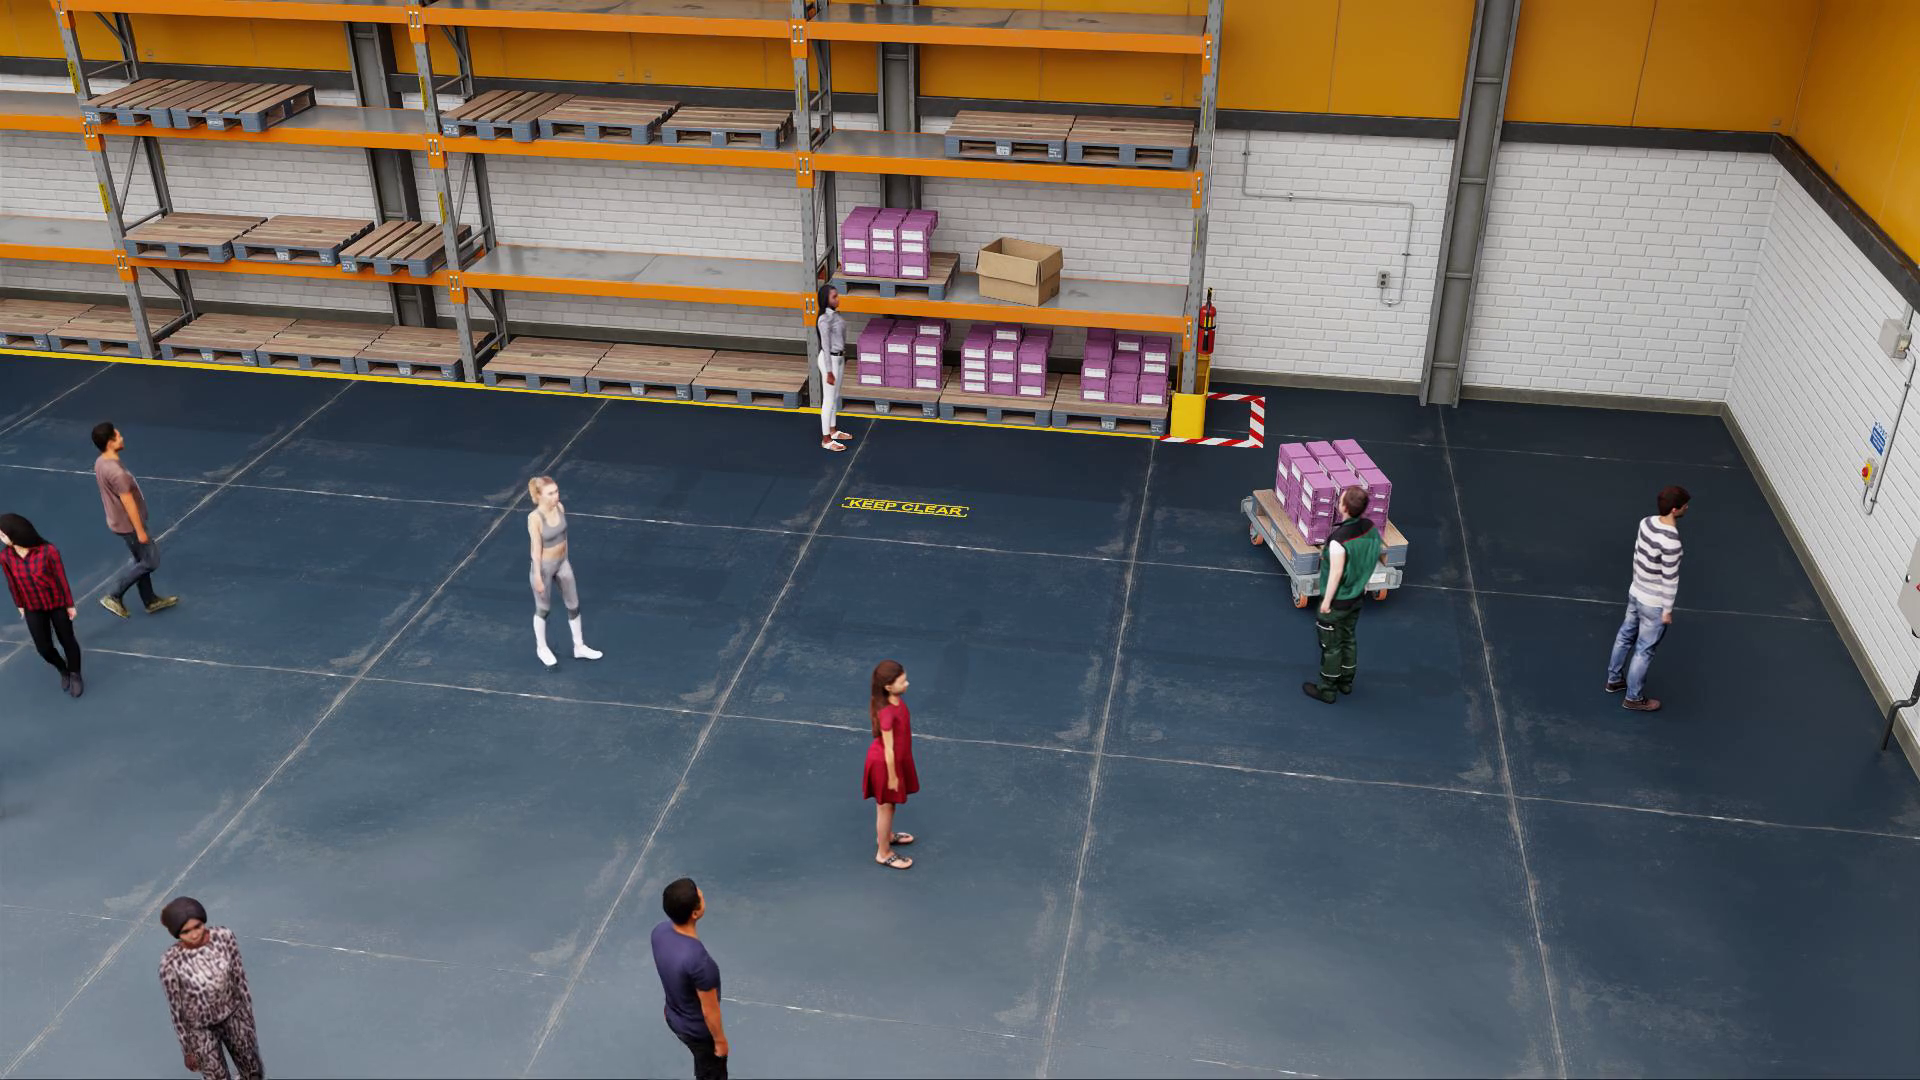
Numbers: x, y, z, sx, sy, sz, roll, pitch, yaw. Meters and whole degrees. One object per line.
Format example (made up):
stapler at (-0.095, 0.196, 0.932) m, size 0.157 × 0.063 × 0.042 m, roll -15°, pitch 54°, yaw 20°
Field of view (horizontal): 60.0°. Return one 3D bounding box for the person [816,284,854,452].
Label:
person at (-1.305, -1.780, 16.938) m, size 0.521 × 1.724 × 0.596 m, roll 6°, pitch 29°, yaw 11°

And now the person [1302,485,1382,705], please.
person at (2.937, 0.409, 12.801) m, size 0.737 × 1.842 × 0.775 m, roll -23°, pitch 36°, yaw -35°

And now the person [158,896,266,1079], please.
person at (-4.046, 2.578, 8.969) m, size 0.745 × 1.704 × 0.808 m, roll -22°, pitch 35°, yaw -34°

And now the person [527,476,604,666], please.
person at (-3.304, 0.228, 13.293) m, size 0.859 × 1.690 × 0.734 m, roll 18°, pitch 33°, yaw 30°

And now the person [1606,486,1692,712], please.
person at (5.290, 0.426, 12.757) m, size 0.655 × 1.854 × 0.712 m, roll -4°, pitch 29°, yaw -8°

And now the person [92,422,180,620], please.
person at (-7.013, -0.119, 13.844) m, size 0.965 × 1.770 × 0.912 m, roll -21°, pitch 35°, yaw -33°

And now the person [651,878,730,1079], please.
person at (-1.471, 2.593, 8.867) m, size 1.058 × 1.775 × 1.023 m, roll -22°, pitch 35°, yaw -34°

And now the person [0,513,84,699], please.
person at (-7.084, 0.460, 12.920) m, size 0.675 × 1.640 × 0.770 m, roll -9°, pitch 30°, yaw -17°

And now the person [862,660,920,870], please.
person at (-0.477, 1.473, 11.154) m, size 0.636 × 1.552 × 0.576 m, roll 1°, pitch 29°, yaw 2°
